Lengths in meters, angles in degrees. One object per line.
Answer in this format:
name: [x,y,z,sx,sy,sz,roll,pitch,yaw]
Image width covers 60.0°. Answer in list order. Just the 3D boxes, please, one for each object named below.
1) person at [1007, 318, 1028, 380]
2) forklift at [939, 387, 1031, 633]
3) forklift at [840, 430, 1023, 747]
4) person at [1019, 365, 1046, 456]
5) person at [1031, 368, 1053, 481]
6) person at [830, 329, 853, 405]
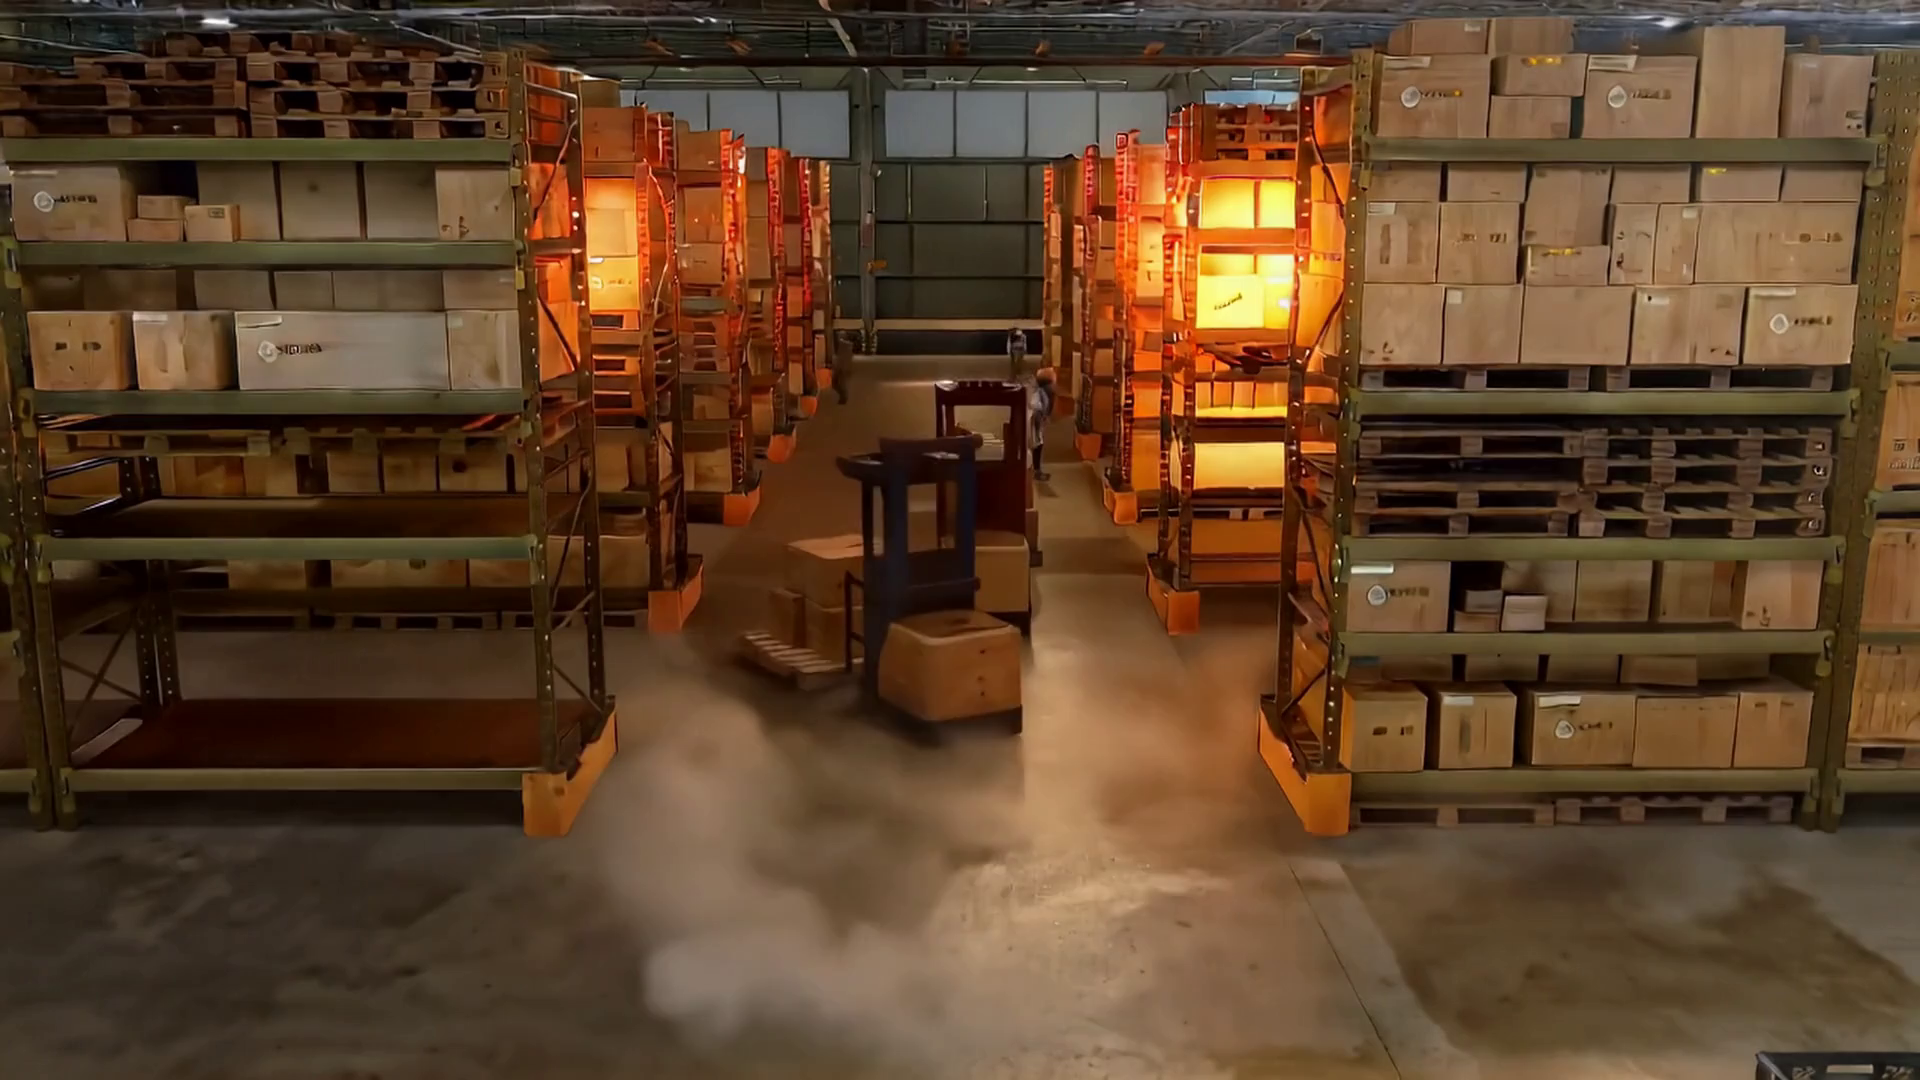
person: [1.598,-5.276,46.464,0.589,1.828,0.442,1,11,3]
forklift: [0.263,-0.428,19.819,1.129,2.768,1.873,0,11,-2]
forklift: [-0.274,0.368,15.877,1.129,2.768,1.873,-6,13,-27]
person: [1.342,-2.443,32.266,0.681,1.889,0.587,0,11,2]
person: [1.498,-2.105,30.243,0.392,2.034,0.605,2,12,8]
person: [-2.972,-4.324,41.579,0.433,1.891,0.678,8,14,36]
